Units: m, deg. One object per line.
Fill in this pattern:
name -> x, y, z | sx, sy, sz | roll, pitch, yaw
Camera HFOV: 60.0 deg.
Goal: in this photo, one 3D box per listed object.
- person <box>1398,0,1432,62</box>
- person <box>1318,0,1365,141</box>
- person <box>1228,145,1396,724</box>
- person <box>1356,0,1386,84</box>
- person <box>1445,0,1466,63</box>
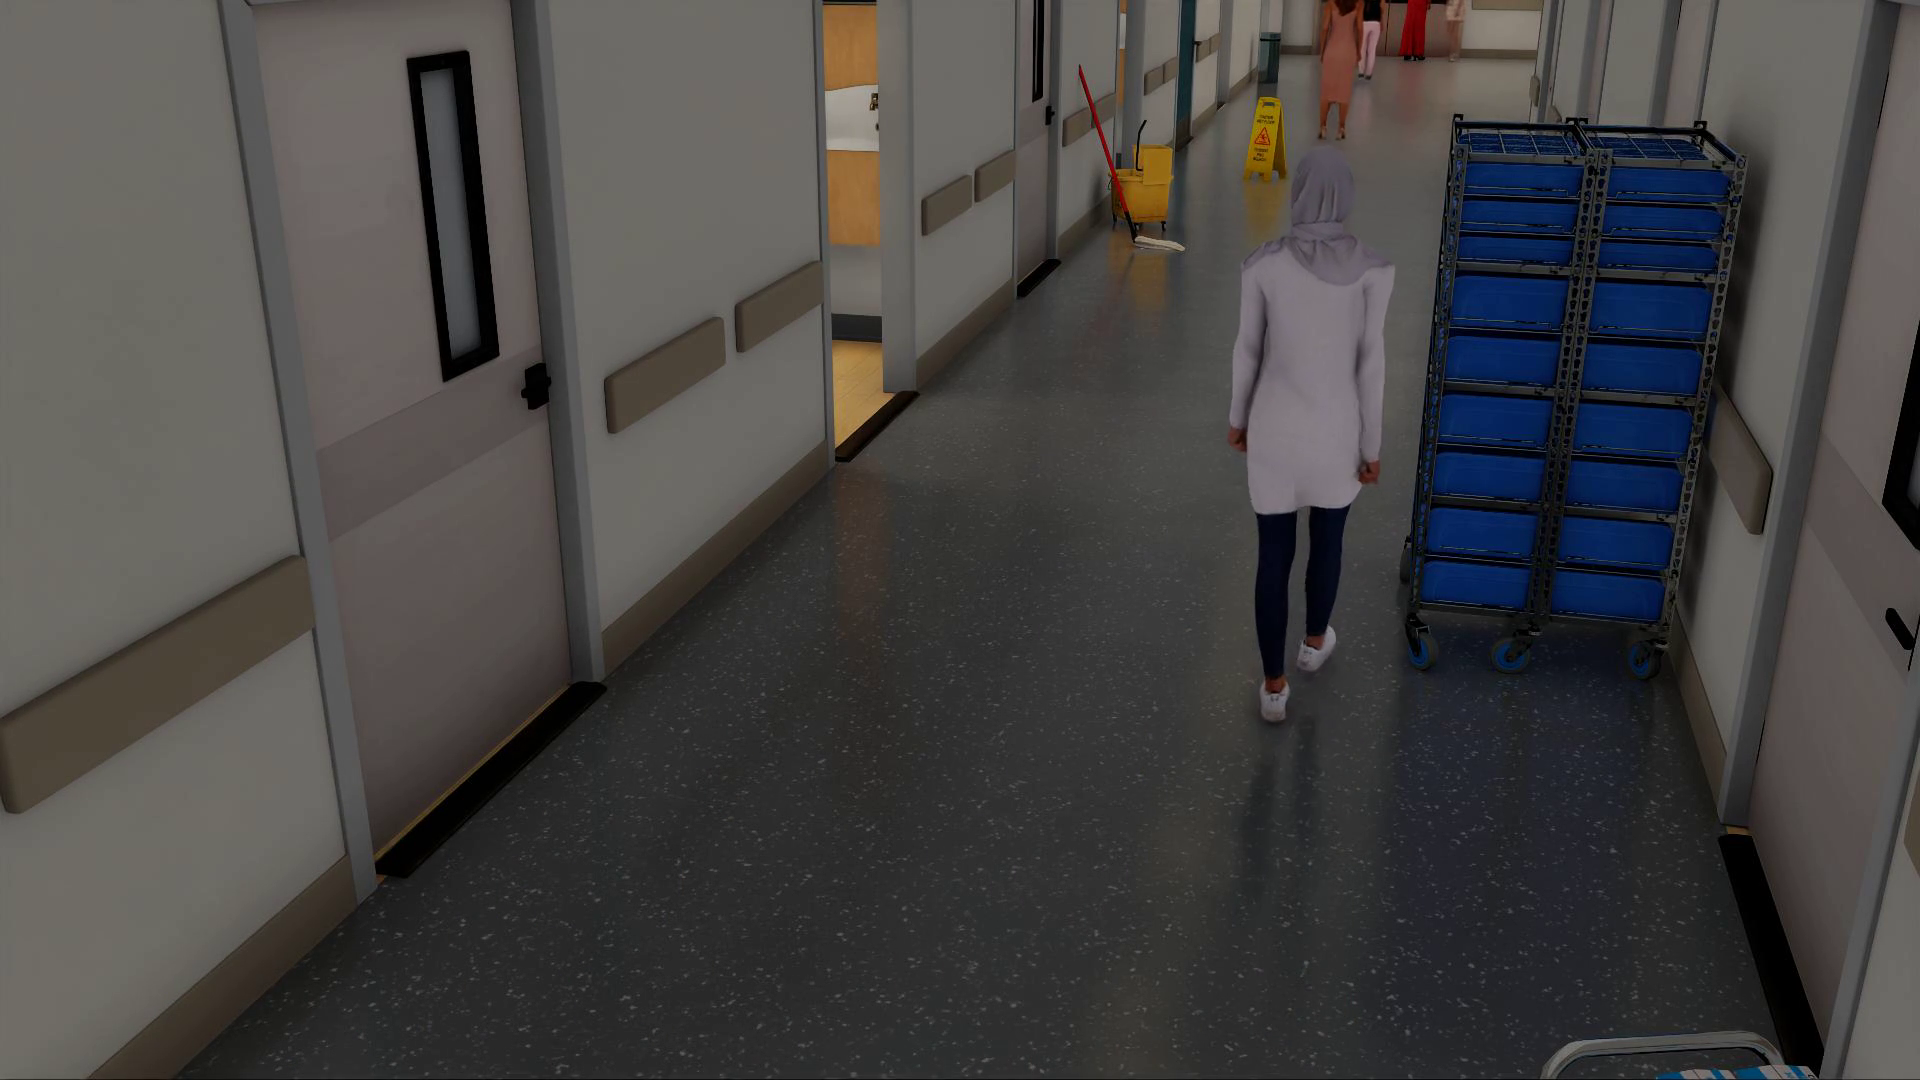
person -> 7.778, -9.092, 28.305 | 0.784, 1.783, 0.742 | -16, 26, -36
person -> 4.203, -5.354, 18.364 | 0.604, 1.831, 0.509 | 4, 21, 12
person -> 1.039, -0.271, 5.055 | 0.637, 1.755, 0.846 | 6, 22, 15
person -> 6.043, -7.528, 24.518 | 0.529, 1.539, 0.813 | 5, 21, 14
person -> 8.305, -8.871, 27.824 | 0.833, 1.709, 0.688 | -1, 21, -2
